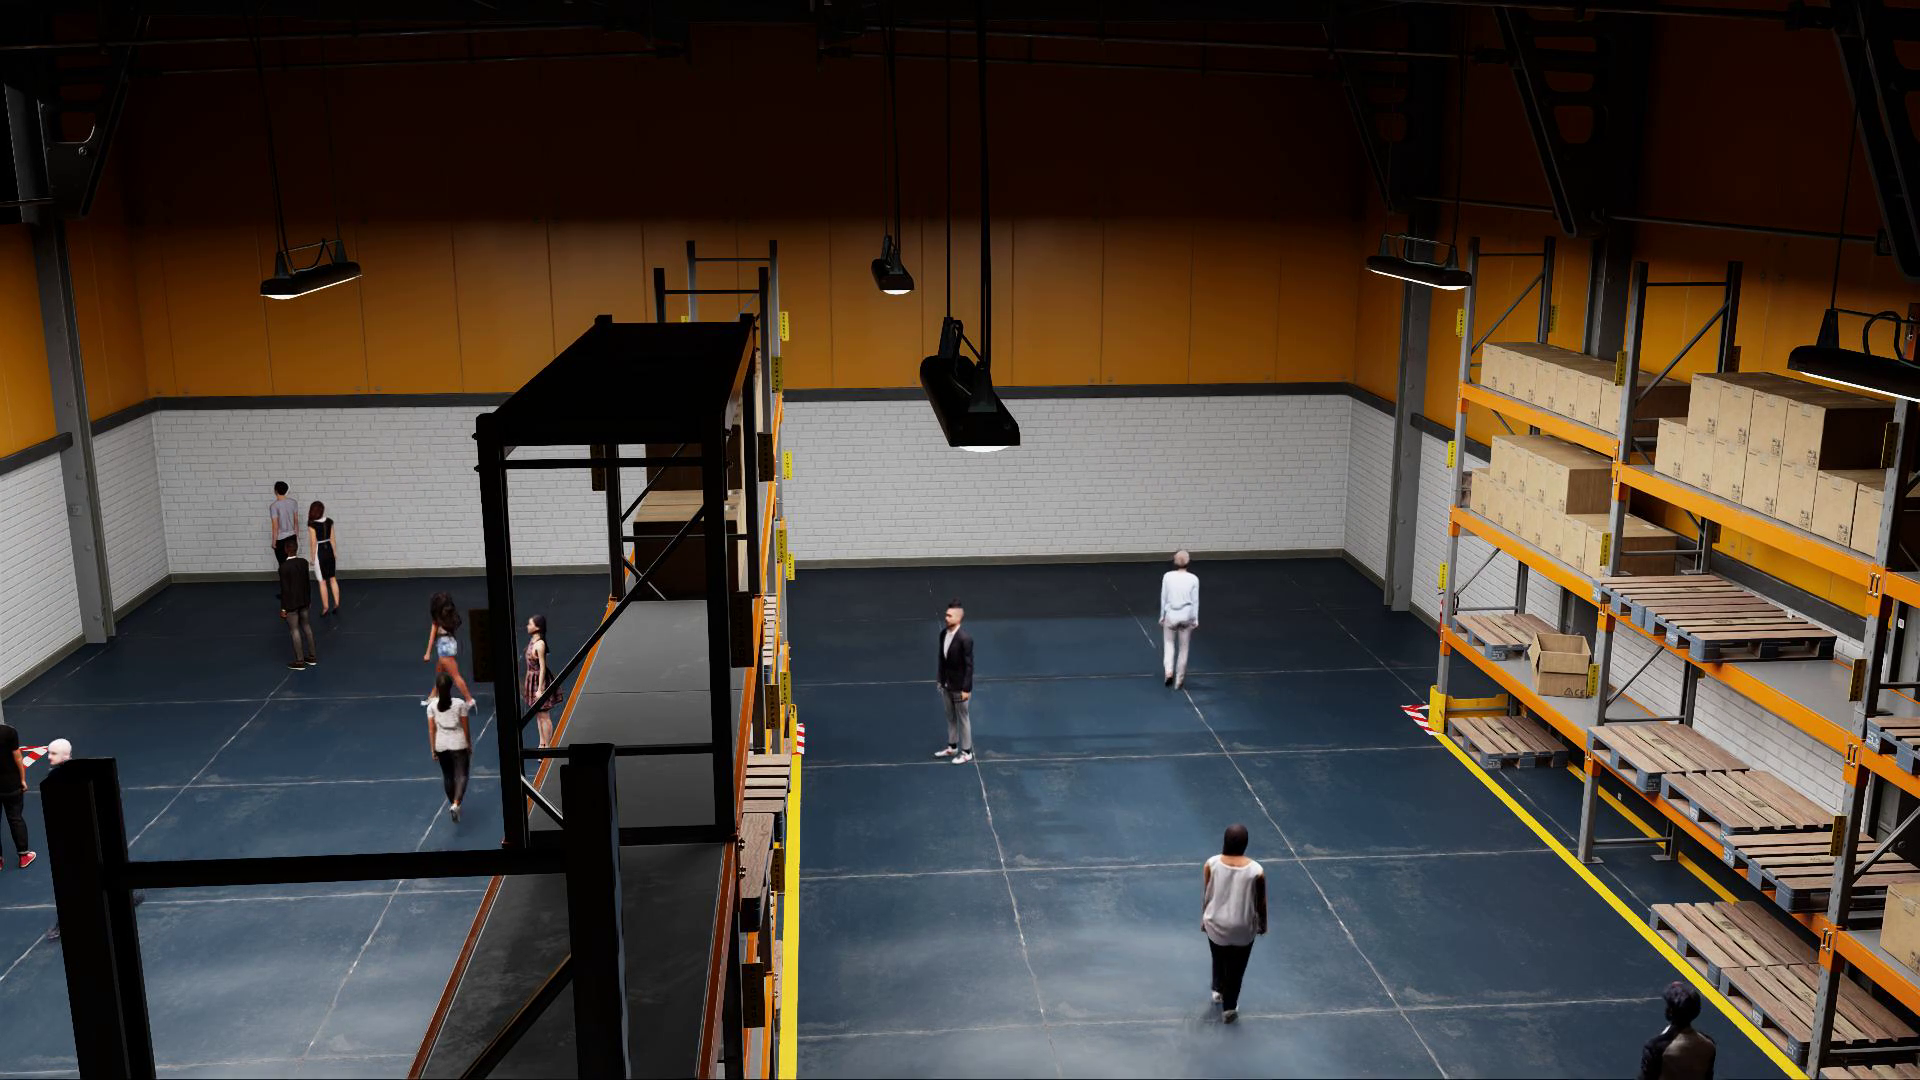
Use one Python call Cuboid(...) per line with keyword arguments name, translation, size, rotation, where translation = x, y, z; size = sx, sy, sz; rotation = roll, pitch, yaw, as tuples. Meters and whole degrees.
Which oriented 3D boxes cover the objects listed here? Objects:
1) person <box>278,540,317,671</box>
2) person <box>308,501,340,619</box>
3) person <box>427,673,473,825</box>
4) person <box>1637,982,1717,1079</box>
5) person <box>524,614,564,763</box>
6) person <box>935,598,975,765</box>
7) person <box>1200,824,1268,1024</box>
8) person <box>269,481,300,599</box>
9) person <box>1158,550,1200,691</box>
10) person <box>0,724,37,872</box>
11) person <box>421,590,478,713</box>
Cuboid(name="person", translation=(-9.096, 0.874, 22.798), size=(0.804, 1.800, 0.667), rotation=(6, 15, 23))
Cuboid(name="person", translation=(-9.652, 0.288, 25.228), size=(0.709, 1.796, 0.627), rotation=(9, 16, 34))
Cuboid(name="person", translation=(-5.381, 2.224, 17.595), size=(0.583, 1.625, 0.942), rotation=(-2, 14, -8))
Cuboid(name="person", translation=(4.594, 3.788, 10.627), size=(0.826, 1.865, 1.211), rotation=(-4, 14, -16))
Cuboid(name="person", translation=(-4.904, 1.715, 19.381), size=(0.830, 1.773, 0.737), rotation=(-7, 15, -27))
Cuboid(name="person", translation=(-0.041, 1.675, 19.372), size=(0.859, 1.856, 0.746), rotation=(-11, 17, -38))
Cuboid(name="person", translation=(2.206, 3.154, 13.646), size=(0.854, 1.675, 0.925), rotation=(6, 15, 22))
Cuboid(name="person", translation=(-10.680, -0.012, 26.324), size=(0.810, 1.863, 0.671), rotation=(6, 15, 24))
Cuboid(name="person", translation=(2.853, 1.077, 21.783), size=(0.826, 1.884, 0.917), rotation=(4, 14, 14))
Cuboid(name="person", translation=(-9.534, 2.420, 16.504), size=(0.694, 1.758, 0.675), rotation=(-5, 15, -21))
Cuboid(name="person", translation=(-6.386, 1.445, 20.900), size=(0.784, 1.583, 0.997), rotation=(2, 14, 8))
